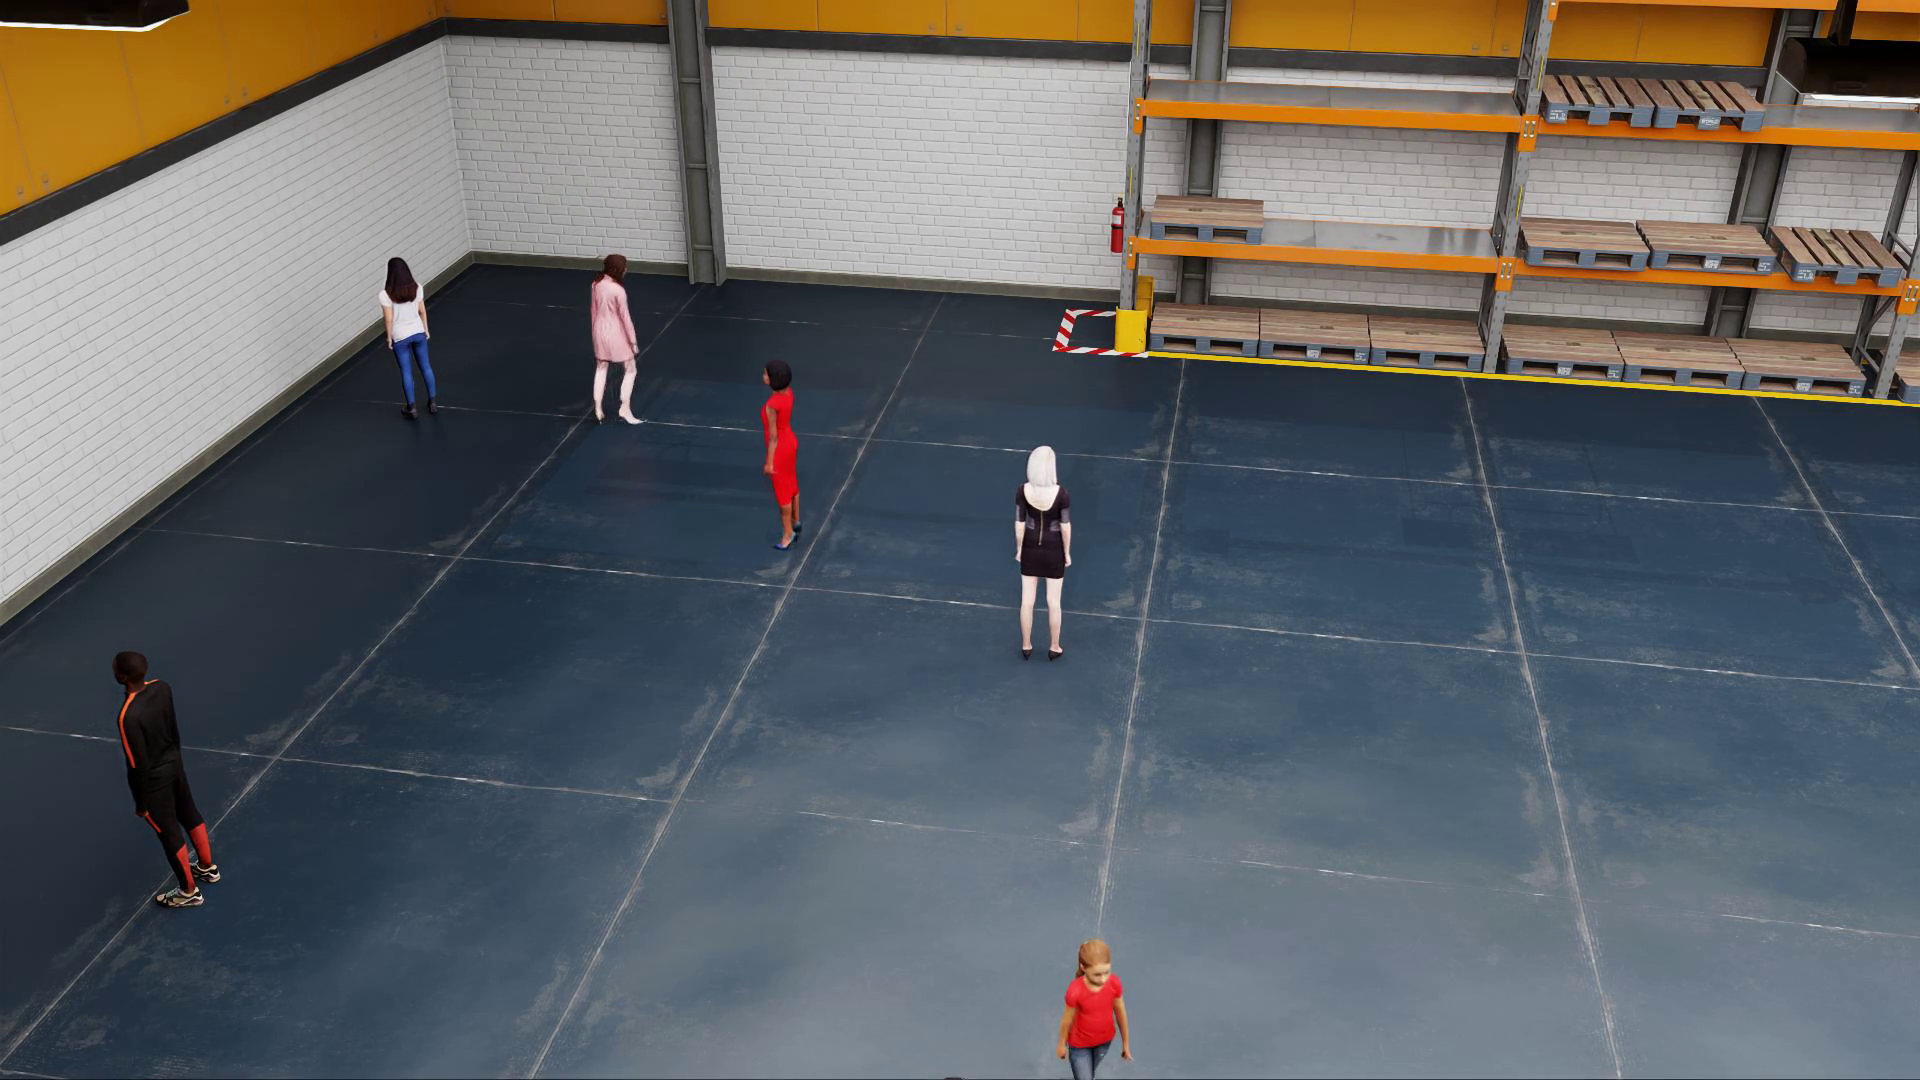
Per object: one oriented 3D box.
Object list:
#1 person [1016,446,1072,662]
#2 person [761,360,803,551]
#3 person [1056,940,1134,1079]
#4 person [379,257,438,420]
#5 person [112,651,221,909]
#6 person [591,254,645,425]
[{"bbox_3d":[0.632,0.110,12.705,0.434,1.830,0.637,6,29,10],"label":"person"},{"bbox_3d":[-1.530,-0.741,14.354,0.516,1.743,0.583,7,29,13],"label":"person"},{"bbox_3d":[0.656,2.575,8.745,0.799,1.294,0.796,-11,30,-19],"label":"person"},{"bbox_3d":[-5.559,-2.033,16.783,0.675,1.685,0.722,-21,35,-33],"label":"person"},{"bbox_3d":[-4.933,1.455,10.261,0.521,1.808,0.630,4,29,7],"label":"person"},{"bbox_3d":[-3.485,-1.983,16.599,0.706,1.774,0.844,8,30,15],"label":"person"}]
